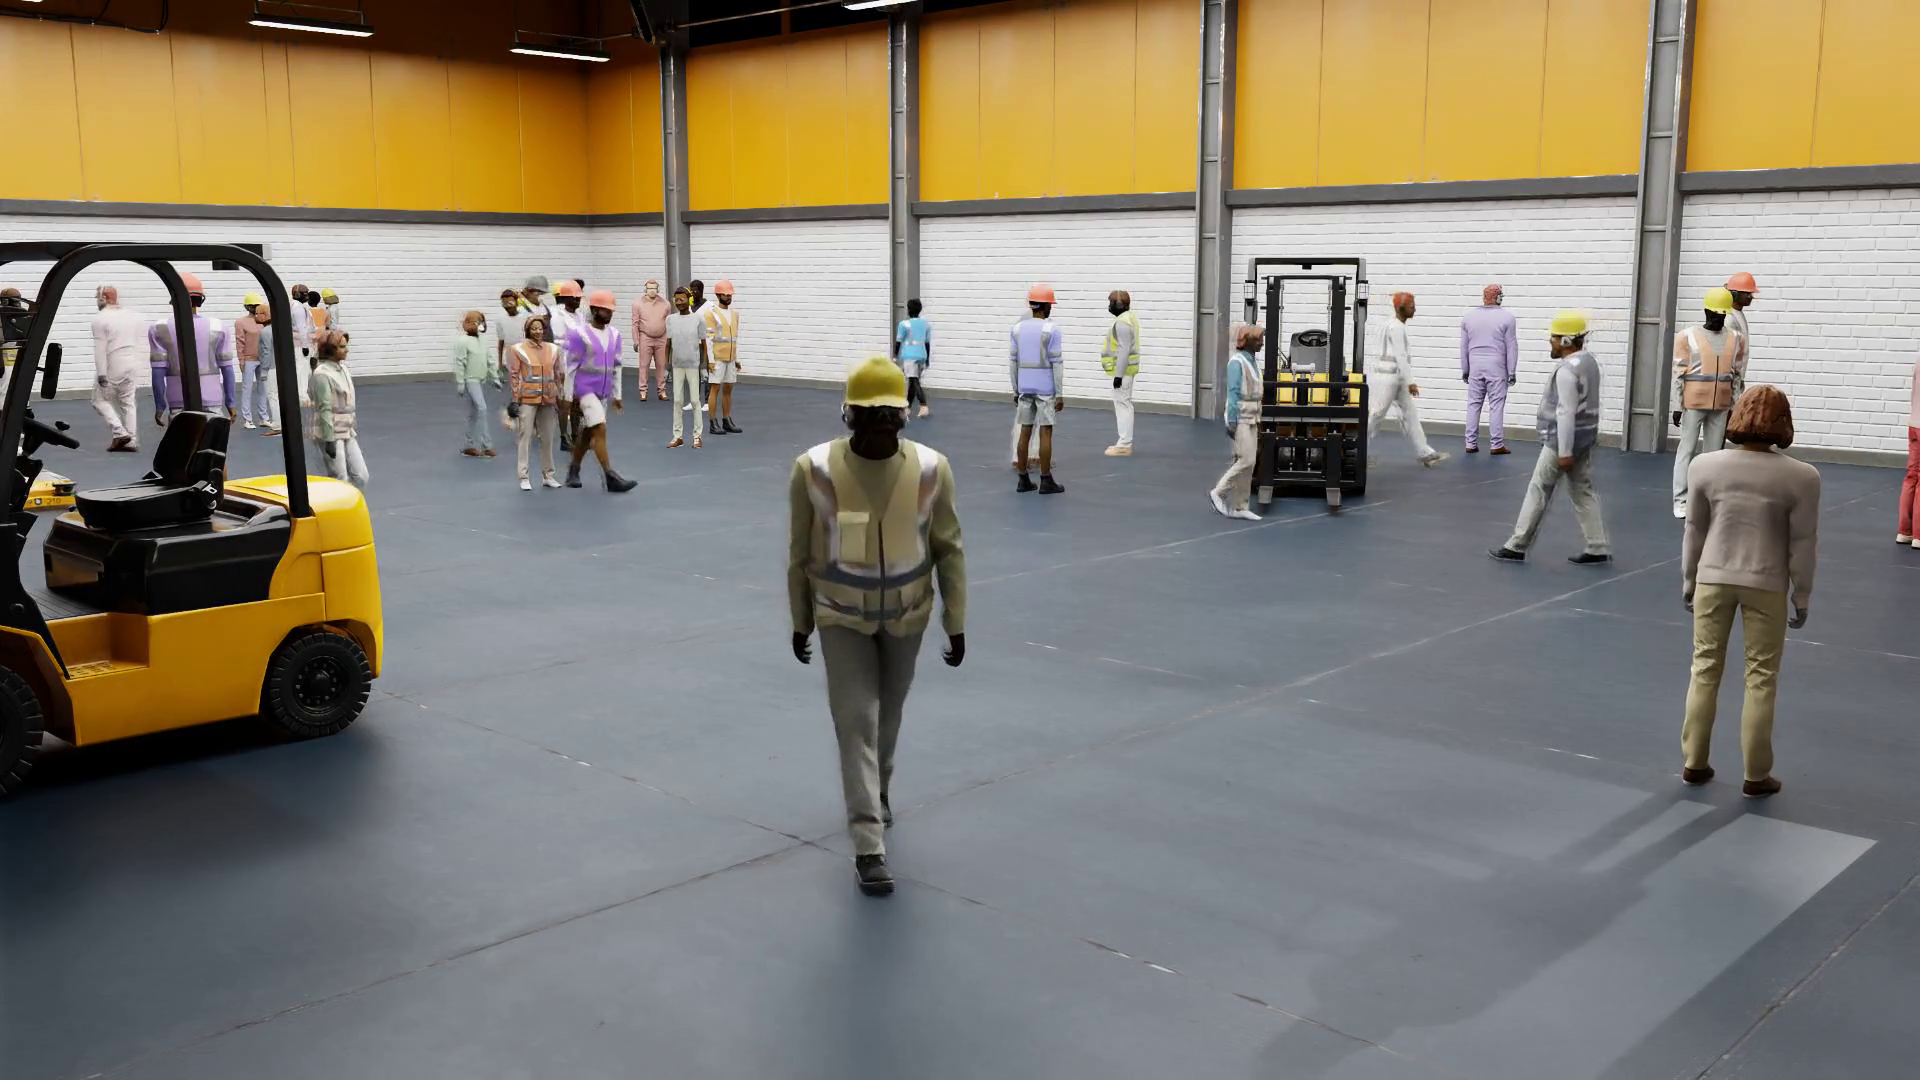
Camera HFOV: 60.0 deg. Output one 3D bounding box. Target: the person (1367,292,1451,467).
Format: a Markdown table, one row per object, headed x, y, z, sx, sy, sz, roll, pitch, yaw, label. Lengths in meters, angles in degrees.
| x | y | z | sx | sy | sz | roll | pitch | yaw | label |
| --- | --- | --- | --- | --- | --- | --- | --- | --- | --- |
| 4.578 | -1.650 | 17.288 | 1.032 | 1.826 | 0.576 | 3 | 10 | 20 | person |

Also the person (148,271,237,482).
| x | y | z | sx | sy | sz | roll | pitch | yaw | label |
| --- | --- | --- | --- | --- | --- | --- | --- | --- | --- |
| -6.145 | -1.119 | 13.353 | 0.614 | 2.047 | 0.359 | -5 | 10 | -27 | person |

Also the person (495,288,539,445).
| x | y | z | sx | sy | sz | roll | pitch | yaw | label |
| --- | --- | --- | --- | --- | --- | --- | --- | --- | --- |
| -5.192 | -2.050 | 19.691 | 0.568 | 1.839 | 0.527 | 1 | 9 | 8 | person |

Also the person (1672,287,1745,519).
| x | y | z | sx | sy | sz | roll | pitch | yaw | label |
| --- | --- | --- | --- | --- | --- | --- | --- | --- | --- |
| 6.203 | -1.128 | 13.801 | 0.584 | 1.919 | 0.375 | 0 | 9 | -3 | person |

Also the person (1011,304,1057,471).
| x | y | z | sx | sy | sz | roll | pitch | yaw | label |
| --- | --- | --- | --- | --- | --- | --- | --- | --- | --- |
| 0.744 | -1.659 | 17.100 | 0.549 | 1.907 | 0.644 | -5 | 11 | -30 | person |

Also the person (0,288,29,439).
| x | y | z | sx | sy | sz | roll | pitch | yaw | label |
| --- | --- | --- | --- | --- | --- | --- | --- | --- | --- |
| -11.552 | -2.155 | 20.342 | 0.429 | 1.840 | 0.634 | 1 | 9 | 7 | person |

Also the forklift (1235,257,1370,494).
| x | y | z | sx | sy | sz | roll | pitch | yaw | label |
| --- | --- | --- | --- | --- | --- | --- | --- | --- | --- |
| 3.309 | -1.629 | 16.029 | 1.214 | 2.155 | 2.313 | 2 | 9 | 11 | forklift |

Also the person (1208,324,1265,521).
| x | y | z | sx | sy | sz | roll | pitch | yaw | label |
| --- | --- | --- | --- | --- | --- | --- | --- | --- | --- |
| 2.336 | -0.960 | 13.661 | 0.382 | 1.619 | 0.536 | 6 | 11 | 32 | person |

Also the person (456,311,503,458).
| x | y | z | sx | sy | sz | roll | pitch | yaw | label |
| --- | --- | --- | --- | --- | --- | --- | --- | --- | --- |
| -5.227 | -1.703 | 18.267 | 0.716 | 1.606 | 0.517 | 3 | 10 | 16 | person |

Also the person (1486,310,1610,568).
| x | y | z | sx | sy | sz | roll | pitch | yaw | label |
| --- | --- | --- | --- | --- | --- | --- | --- | --- | --- |
| 4.183 | -0.702 | 11.590 | 0.720 | 1.809 | 0.597 | 8 | 12 | 39 | person |

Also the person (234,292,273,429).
| x | y | z | sx | sy | sz | roll | pitch | yaw | label |
| --- | --- | --- | --- | --- | --- | --- | --- | --- | --- |
| -9.148 | -2.324 | 21.629 | 0.327 | 1.760 | 0.524 | 6 | 11 | 31 | person |

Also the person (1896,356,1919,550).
| x | y | z | sx | sy | sz | roll | pitch | yaw | label |
| --- | --- | --- | --- | --- | --- | --- | --- | --- | --- |
| 7.193 | -0.805 | 12.289 | 0.311 | 1.768 | 0.531 | 1 | 9 | 8 | person |

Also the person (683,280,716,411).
| x | y | z | sx | sy | sz | roll | pitch | yaw | label |
| --- | --- | --- | --- | --- | --- | --- | --- | --- | --- |
| -3.803 | -2.846 | 24.348 | 0.587 | 1.915 | 0.392 | 6 | 11 | 30 | person |

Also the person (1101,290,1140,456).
| x | y | z | sx | sy | sz | roll | pitch | yaw | label |
| --- | --- | --- | --- | --- | --- | --- | --- | --- | --- |
| 1.781 | -1.855 | 18.500 | 0.429 | 1.839 | 0.634 | 2 | 9 | 12 | person |

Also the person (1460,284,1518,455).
| x | y | z | sx | sy | sz | roll | pitch | yaw | label |
| --- | --- | --- | --- | --- | --- | --- | --- | --- | --- |
| 5.932 | -1.908 | 18.621 | 0.651 | 1.907 | 0.409 | 8 | 12 | 40 | person |

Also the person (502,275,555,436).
| x | y | z | sx | sy | sz | roll | pitch | yaw | label |
| --- | --- | --- | --- | --- | --- | --- | --- | --- | --- |
| -5.284 | -2.297 | 20.598 | 0.625 | 2.000 | 0.717 | 5 | 11 | 28 | person |

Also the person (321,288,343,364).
| x | y | z | sx | sy | sz | roll | pitch | yaw | label |
| --- | --- | --- | --- | --- | --- | --- | --- | --- | --- |
| -10.909 | -3.497 | 28.890 | 0.306 | 1.736 | 0.484 | -3 | 10 | -19 | person |

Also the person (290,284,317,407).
| x | y | z | sx | sy | sz | roll | pitch | yaw | label |
| --- | --- | --- | --- | --- | --- | --- | --- | --- | --- |
| -9.936 | -2.935 | 25.123 | 0.429 | 1.839 | 0.634 | -6 | 11 | -32 | person |

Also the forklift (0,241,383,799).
| x | y | z | sx | sy | sz | roll | pitch | yaw | label |
| --- | --- | --- | --- | --- | --- | --- | --- | --- | --- |
| -3.706 | -0.171 | 7.093 | 1.214 | 2.155 | 2.313 | 9 | 13 | 43 | forklift |

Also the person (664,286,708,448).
| x | y | z | sx | sy | sz | roll | pitch | yaw | label |
| --- | --- | --- | --- | --- | --- | --- | --- | --- | --- |
| -3.172 | -1.988 | 19.231 | 0.532 | 1.868 | 0.310 | 1 | 9 | 8 | person |

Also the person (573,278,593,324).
| x | y | z | sx | sy | sz | roll | pitch | yaw | label |
| --- | --- | --- | --- | --- | --- | --- | --- | --- | --- |
| -5.980 | -3.125 | 26.006 | 0.611 | 1.938 | 0.899 | -3 | 10 | -19 | person |

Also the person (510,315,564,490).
| x | y | z | sx | sy | sz | roll | pitch | yaw | label |
| --- | --- | --- | --- | --- | --- | --- | --- | --- | --- |
| -3.978 | -1.290 | 15.649 | 0.523 | 1.638 | 0.310 | -8 | 12 | -39 | person |

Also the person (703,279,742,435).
| x | y | z | sx | sy | sz | roll | pitch | yaw | label |
| --- | --- | --- | --- | --- | --- | --- | --- | --- | --- |
| -2.956 | -2.295 | 20.898 | 0.374 | 1.939 | 0.545 | 7 | 12 | 38 | person |

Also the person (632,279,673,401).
| x | y | z | sx | sy | sz | roll | pitch | yaw | label |
| --- | --- | --- | --- | --- | --- | --- | --- | --- | --- |
| -4.812 | -3.125 | 26.091 | 0.652 | 1.904 | 0.403 | -4 | 10 | -24 | person |

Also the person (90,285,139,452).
| x | y | z | sx | sy | sz | roll | pitch | yaw | label |
| --- | --- | --- | --- | --- | --- | --- | --- | --- | --- |
| -9.517 | -1.918 | 18.715 | 0.421 | 1.891 | 0.658 | 3 | 10 | 17 | person |

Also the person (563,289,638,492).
| x | y | z | sx | sy | sz | roll | pitch | yaw | label |
| --- | --- | --- | --- | --- | --- | --- | --- | --- | --- |
| -3.448 | -1.391 | 15.554 | 0.928 | 1.892 | 0.548 | 6 | 11 | 33 | person |

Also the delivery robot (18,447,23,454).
| x | y | z | sx | sy | sz | roll | pitch | yaw | label |
| --- | --- | --- | --- | --- | --- | --- | --- | --- | --- |
| -9.001 | -0.781 | 15.560 | 0.477 | 0.478 | 0.707 | -8 | 12 | -40 | delivery robot |

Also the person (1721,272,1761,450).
| x | y | z | sx | sy | sz | roll | pitch | yaw | label |
| --- | --- | --- | --- | --- | --- | --- | --- | --- | --- |
| 7.741 | -1.649 | 16.651 | 0.403 | 2.036 | 0.605 | 7 | 11 | 35 | person |

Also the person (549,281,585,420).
| x | y | z | sx | sy | sz | roll | pitch | yaw | label |
| --- | --- | --- | --- | --- | --- | --- | --- | --- | --- |
| -5.375 | -2.567 | 22.656 | 0.583 | 1.909 | 0.524 | -6 | 11 | -32 | person |

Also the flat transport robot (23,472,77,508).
| x | y | z | sx | sy | sz | roll | pitch | yaw | label |
| --- | --- | --- | --- | --- | --- | --- | --- | --- | --- |
| -8.345 | -0.459 | 14.738 | 0.652 | 0.197 | 1.431 | -8 | 12 | -40 | flat transport robot |

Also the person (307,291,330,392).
| x | y | z | sx | sy | sz | roll | pitch | yaw | label |
| --- | --- | --- | --- | --- | --- | --- | --- | --- | --- |
| -10.902 | -3.360 | 28.164 | 0.315 | 1.697 | 0.541 | 6 | 11 | 33 | person |

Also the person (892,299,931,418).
| x | y | z | sx | sy | sz | roll | pitch | yaw | label |
| --- | --- | --- | --- | --- | --- | --- | --- | --- | --- |
| -0.636 | -2.535 | 23.240 | 0.534 | 1.657 | 0.859 | -8 | 12 | -39 | person |

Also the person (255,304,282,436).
| x | y | z | sx | sy | sz | roll | pitch | yaw | label |
| --- | --- | --- | --- | --- | --- | --- | --- | --- | --- |
| -8.582 | -2.105 | 20.663 | 0.278 | 1.633 | 0.507 | -2 | 9 | -10 | person |

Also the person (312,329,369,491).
| x | y | z | sx | sy | sz | roll | pitch | yaw | label |
| --- | --- | --- | --- | --- | --- | --- | --- | --- | --- |
| -4.653 | -0.762 | 12.451 | 0.369 | 1.623 | 0.535 | 0 | 9 | 0 | person |

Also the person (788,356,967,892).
| x | y | z | sx | sy | sz | roll | pitch | yaw | label |
| --- | --- | --- | --- | --- | --- | --- | --- | --- | --- |
| -0.293 | 0.239 | 5.859 | 0.611 | 1.785 | 0.941 | -2 | 10 | -14 | person |

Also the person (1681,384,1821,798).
| x | y | z | sx | sy | sz | roll | pitch | yaw | label |
| --- | --- | --- | --- | --- | --- | --- | --- | --- | --- |
| 3.101 | 0.199 | 6.571 | 0.493 | 1.624 | 0.280 | 7 | 12 | 38 | person |

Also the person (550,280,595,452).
| x | y | z | sx | sy | sz | roll | pitch | yaw | label |
| --- | --- | --- | --- | --- | --- | --- | --- | --- | --- |
| -4.408 | -1.980 | 18.968 | 0.355 | 1.938 | 0.545 | 3 | 10 | 20 | person |

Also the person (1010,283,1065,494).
| x | y | z | sx | sy | sz | roll | pitch | yaw | label |
| --- | --- | --- | --- | --- | --- | --- | --- | --- | --- |
| 0.734 | -1.395 | 15.384 | 0.551 | 1.935 | 0.375 | 7 | 11 | 36 | person |
